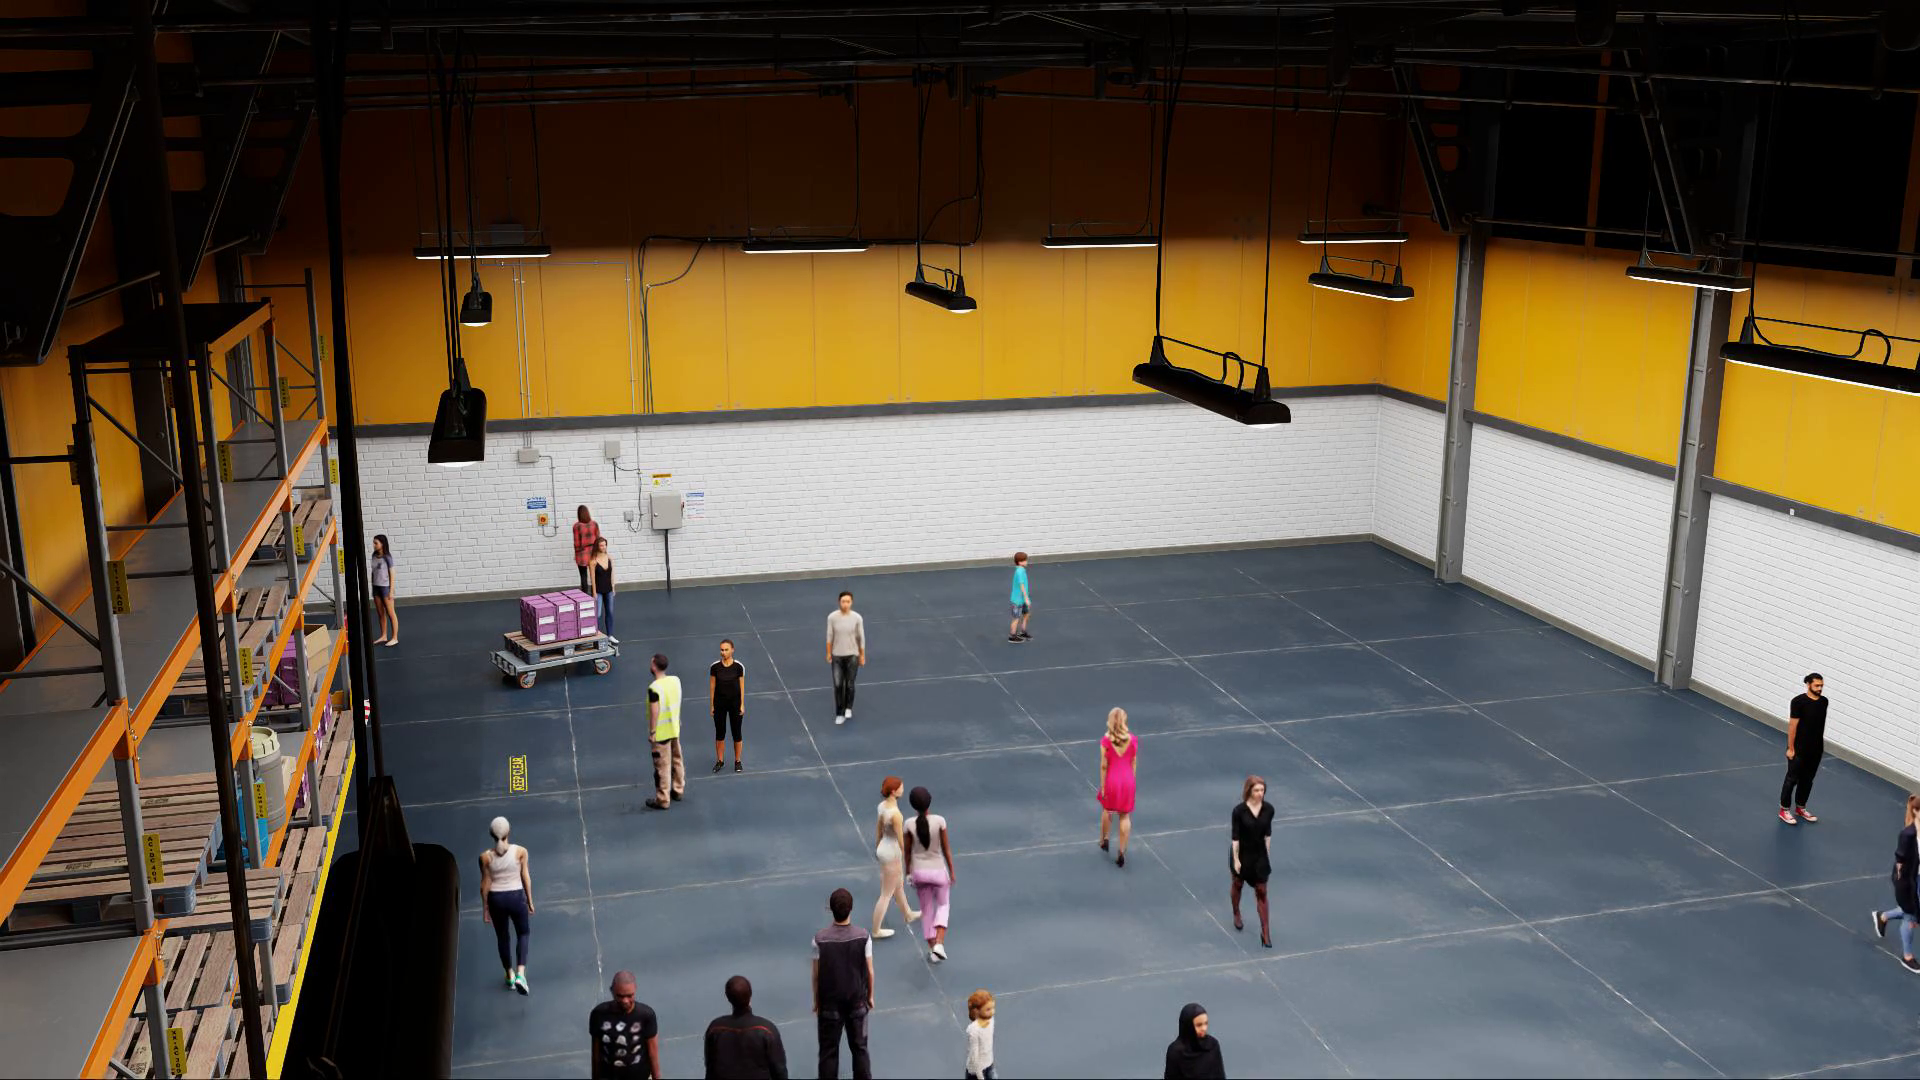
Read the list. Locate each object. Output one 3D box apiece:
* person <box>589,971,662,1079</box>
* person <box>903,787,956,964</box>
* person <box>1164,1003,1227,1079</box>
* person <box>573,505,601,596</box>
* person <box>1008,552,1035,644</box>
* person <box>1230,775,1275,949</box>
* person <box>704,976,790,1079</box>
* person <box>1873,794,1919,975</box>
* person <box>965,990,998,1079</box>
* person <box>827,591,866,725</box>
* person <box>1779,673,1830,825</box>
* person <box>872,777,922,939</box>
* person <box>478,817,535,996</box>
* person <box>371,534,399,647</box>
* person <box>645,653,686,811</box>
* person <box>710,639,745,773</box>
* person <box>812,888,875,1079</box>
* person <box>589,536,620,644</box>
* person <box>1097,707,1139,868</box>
[{"bbox_3d":[-2.438,3.943,12.236,0.864,1.771,1.219,0,14,-1],"label":"person"},{"bbox_3d":[-0.304,3.176,15.516,0.761,1.718,0.833,2,14,7],"label":"person"},{"bbox_3d":[1.659,4.066,12.084,0.804,1.603,1.170,-8,16,-29],"label":"person"},{"bbox_3d":[-6.197,0.245,27.657,0.672,1.700,0.646,-8,16,-31],"label":"person"},{"bbox_3d":[0.844,0.885,25.577,0.696,1.434,0.647,2,14,8],"label":"person"},{"bbox_3d":[2.758,3.053,16.129,0.661,1.668,1.048,-2,14,-9],"label":"person"},{"bbox_3d":[-1.557,4.028,11.806,0.956,1.808,1.093,2,14,8],"label":"person"},{"bbox_3d":[8.888,3.177,15.613,0.622,1.669,0.932,-3,14,-13],"label":"person"},{"bbox_3d":[0.090,4.057,12.790,0.934,1.289,0.819,10,17,36],"label":"person"},{"bbox_3d":[-1.529,1.518,22.201,0.821,1.793,1.010,0,14,0],"label":"person"},{"bbox_3d":[9.598,2.341,18.880,0.626,1.756,0.527,-4,14,-16],"label":"person"},{"bbox_3d":[-0.749,3.088,16.088,0.745,1.620,0.866,-7,15,-27],"label":"person"},{"bbox_3d":[-4.057,3.325,14.955,0.612,1.691,0.918,-4,14,-16],"label":"person"},{"bbox_3d":[-8.835,0.752,25.491,0.653,1.734,0.711,8,16,29],"label":"person"},{"bbox_3d":[-3.439,2.198,19.284,0.908,1.844,0.845,7,15,28],"label":"person"},{"bbox_3d":[-2.851,2.013,20.423,0.633,1.669,0.606,0,14,0],"label":"person"},{"bbox_3d":[-0.949,3.661,13.246,0.653,1.842,0.587,-2,14,-10],"label":"person"},{"bbox_3d":[-5.472,0.773,25.432,0.680,1.722,0.652,12,18,40],"label":"person"},{"bbox_3d":[1.715,2.653,17.699,0.653,1.707,0.857,-1,14,-4],"label":"person"}]
